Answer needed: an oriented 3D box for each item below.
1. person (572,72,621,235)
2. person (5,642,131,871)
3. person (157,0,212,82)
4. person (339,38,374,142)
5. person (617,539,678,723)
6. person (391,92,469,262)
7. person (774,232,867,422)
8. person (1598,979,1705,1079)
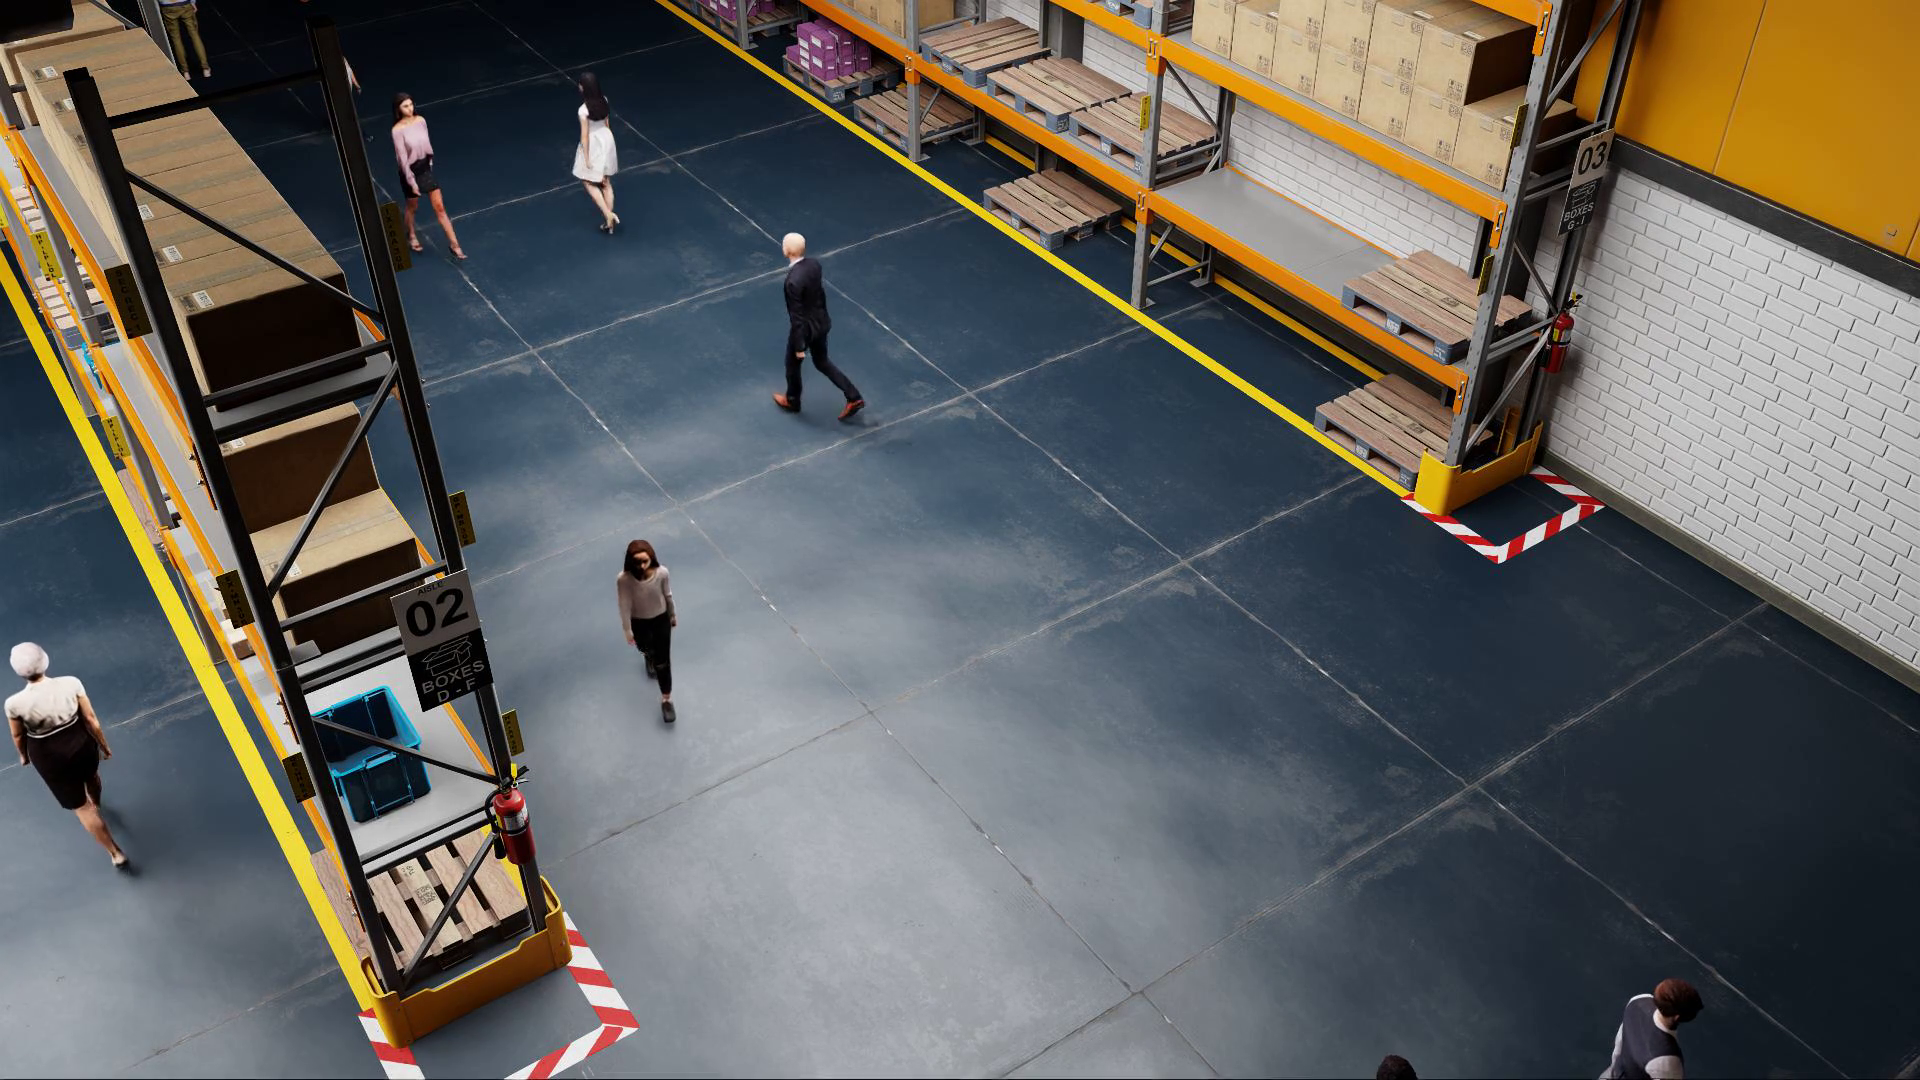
[{"bbox_3d":[-3.679,-3.967,17.206,0.789,1.764,0.734,27,46,30],"label":"person"},{"bbox_3d":[-5.608,1.423,10.505,0.735,1.704,1.112,-30,47,-32],"label":"person"},{"bbox_3d":[-9.643,-6.567,20.425,0.674,1.809,0.556,-21,43,-25],"label":"person"},{"bbox_3d":[-7.189,-5.232,19.210,0.798,1.239,0.711,10,40,13],"label":"person"},{"bbox_3d":[-2.229,0.535,11.811,0.769,1.461,1.054,-9,39,-11],"label":"person"},{"bbox_3d":[-5.565,-3.669,16.830,1.157,1.767,0.868,25,45,28],"label":"person"},{"bbox_3d":[-1.246,-1.805,14.502,1.301,1.760,1.099,17,41,20],"label":"person"},{"bbox_3d":[3.408,2.867,8.503,0.826,1.945,0.738,1,39,1],"label":"person"}]
